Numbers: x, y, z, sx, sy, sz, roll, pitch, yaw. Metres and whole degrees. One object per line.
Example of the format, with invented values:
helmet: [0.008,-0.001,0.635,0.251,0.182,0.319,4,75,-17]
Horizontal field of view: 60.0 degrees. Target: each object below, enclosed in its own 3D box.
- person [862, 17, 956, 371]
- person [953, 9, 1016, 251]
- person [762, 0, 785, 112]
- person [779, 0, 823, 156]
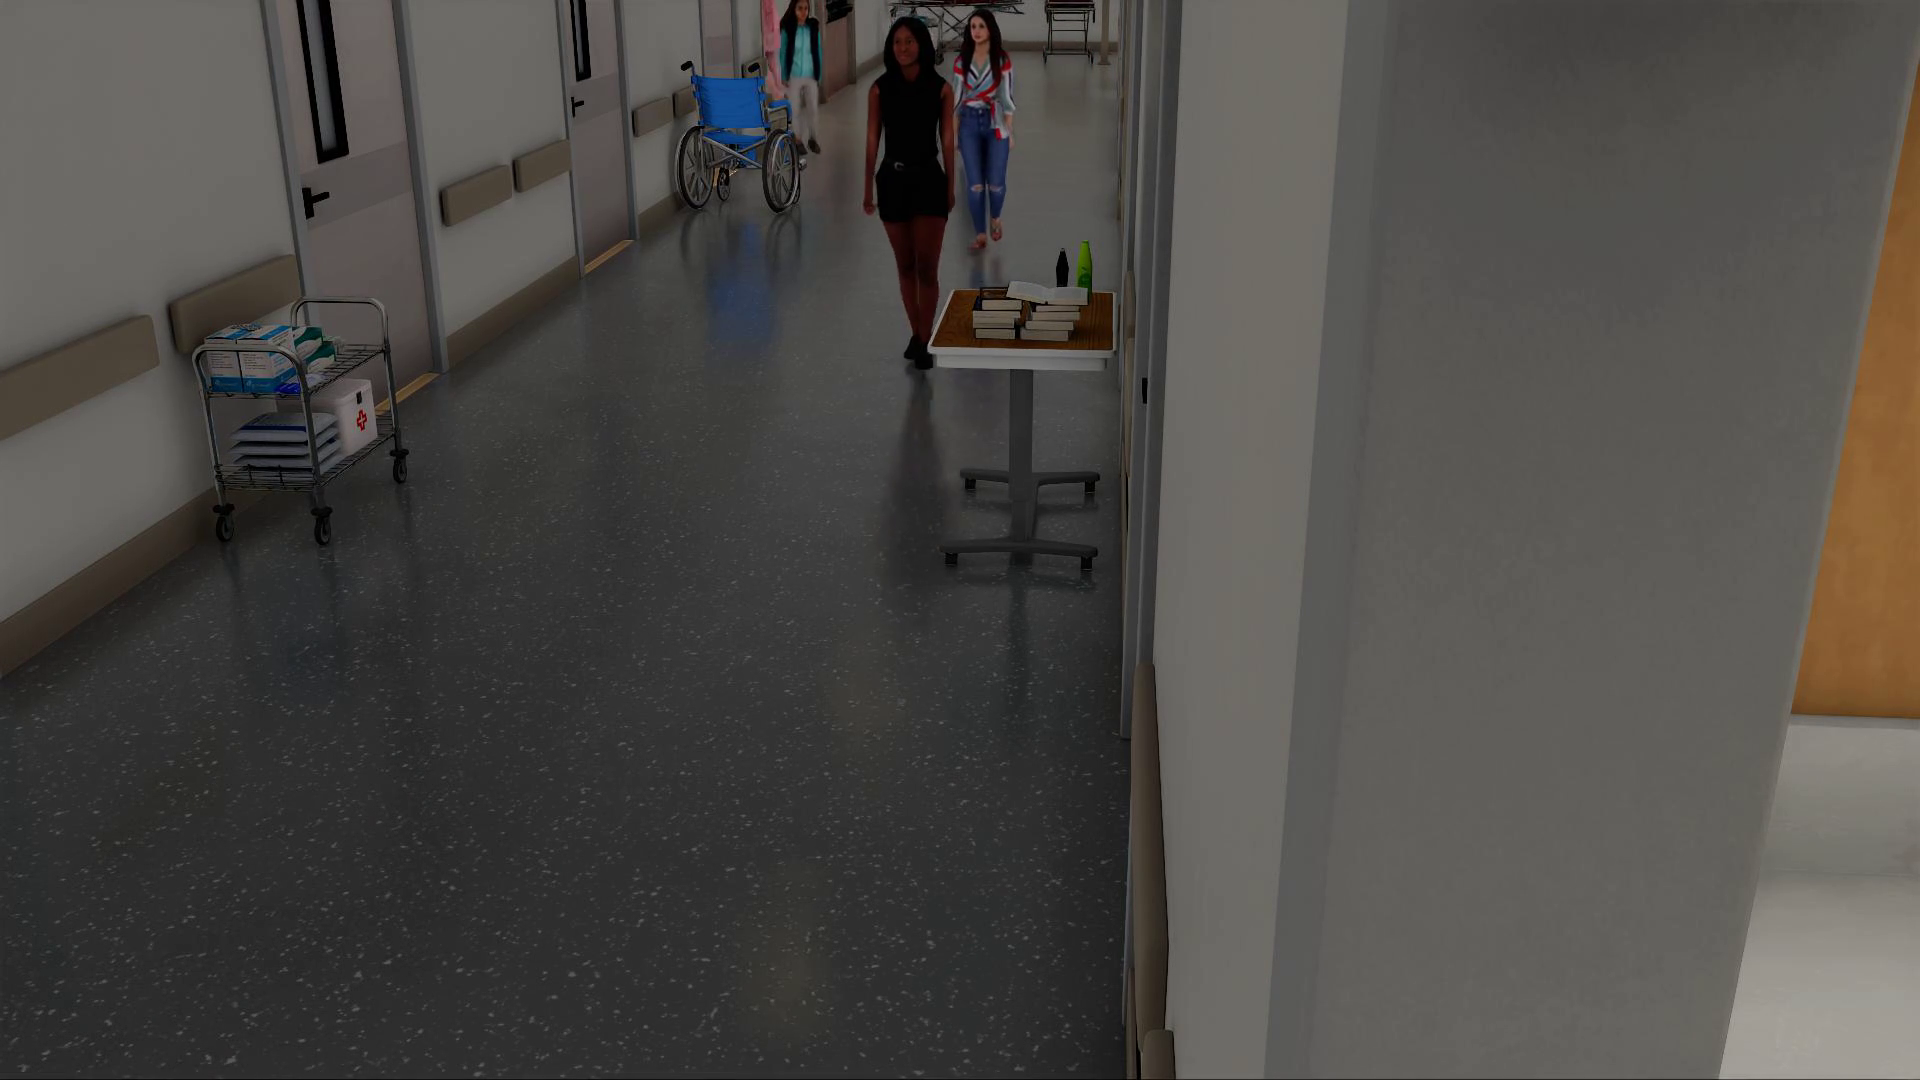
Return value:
person: [-0.230,-1.758,8.503,0.623,1.717,0.790,4,21,9]
person: [0.184,-2.819,11.462,0.650,1.605,0.665,5,21,12]
person: [-2.129,-5.846,19.213,0.676,1.775,0.547,-1,21,-3]
person: [-1.547,-4.449,15.934,0.671,1.486,0.710,-6,22,-15]
